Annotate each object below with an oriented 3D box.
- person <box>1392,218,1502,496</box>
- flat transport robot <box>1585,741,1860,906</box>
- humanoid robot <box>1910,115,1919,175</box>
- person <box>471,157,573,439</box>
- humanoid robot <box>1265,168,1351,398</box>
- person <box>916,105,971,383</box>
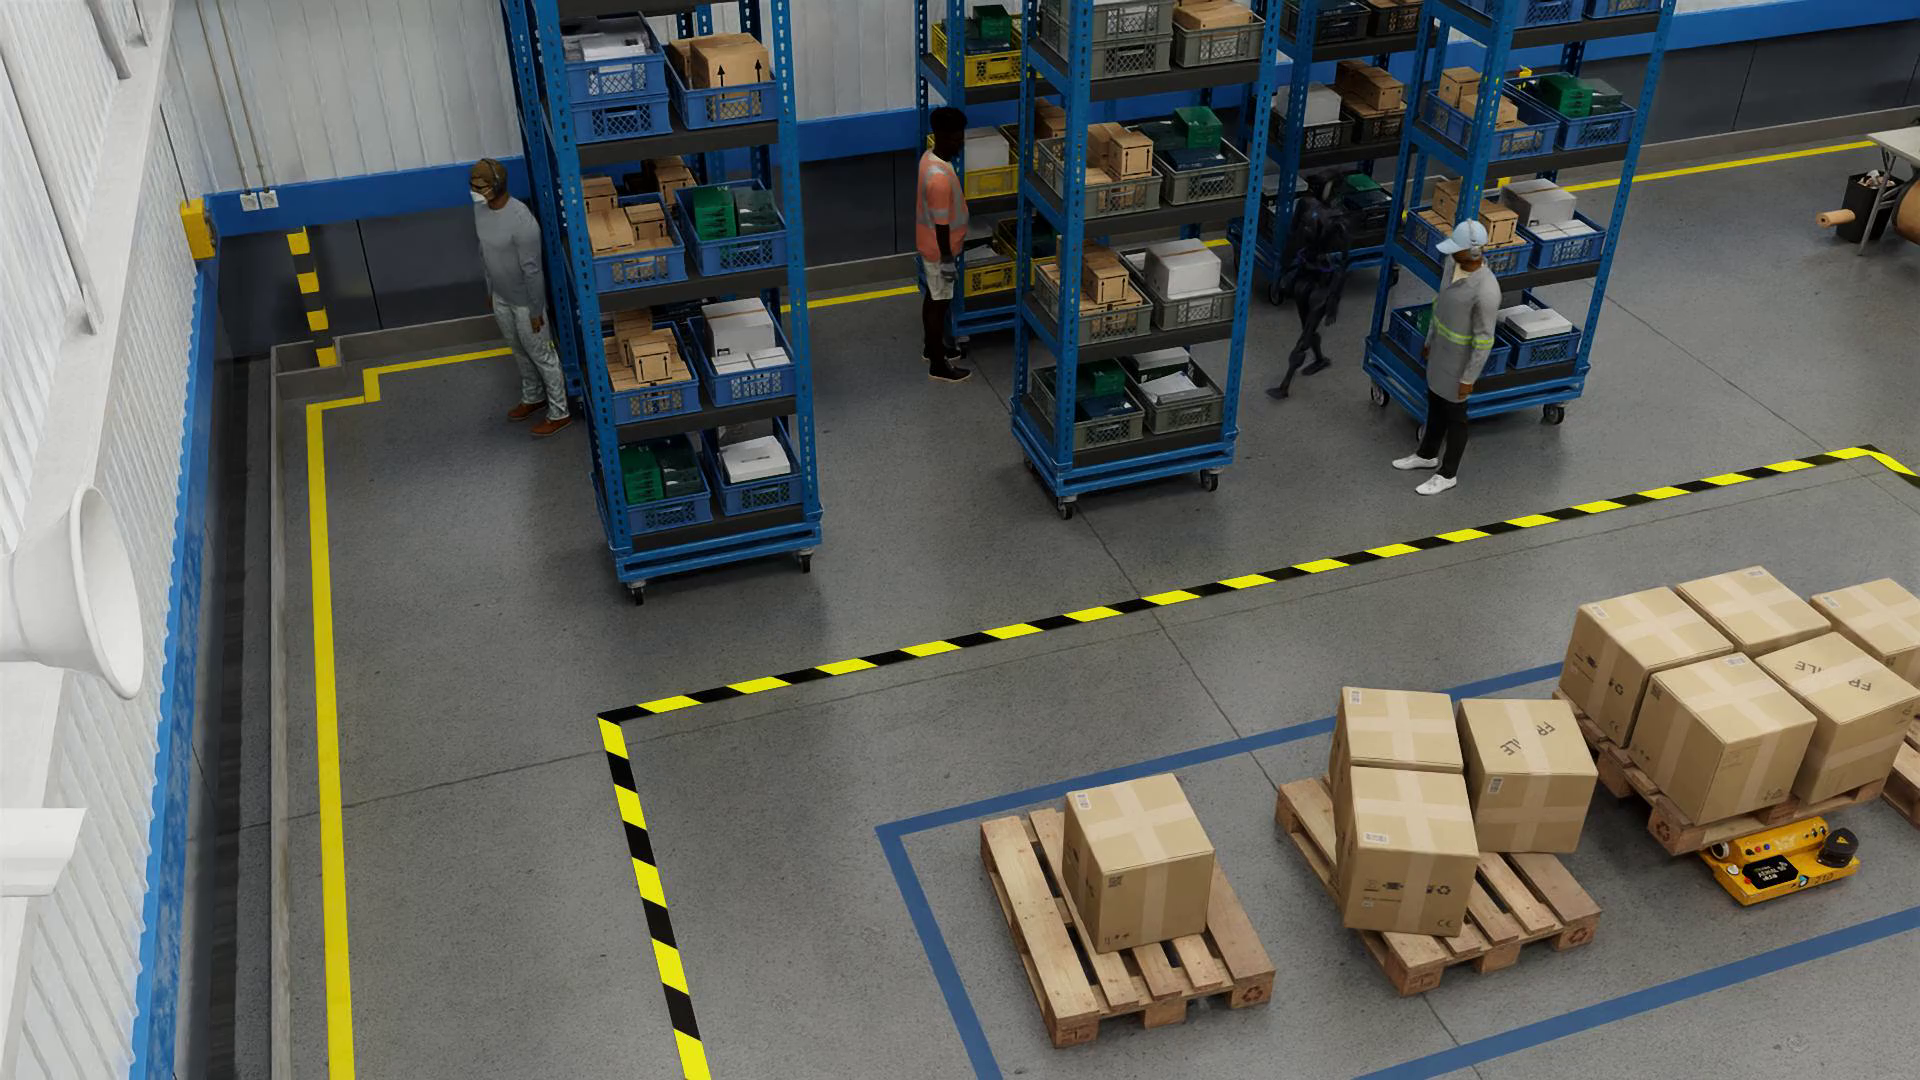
[{"bbox_3d":[3.023,-1.133,10.293,0.404,1.847,0.587,-7,36,-10],"label":"person"},{"bbox_3d":[3.738,1.188,8.347,0.652,0.197,1.431,-11,37,-15],"label":"flat transport robot"},{"bbox_3d":[8.129,-3.498,13.804,0.392,1.641,0.605,10,37,14],"label":"humanoid robot"},{"bbox_3d":[-2.892,-1.587,10.871,0.369,1.932,0.626,-30,45,-35],"label":"person"},{"bbox_3d":[2.398,-1.774,11.383,0.777,1.623,0.590,-23,41,-29],"label":"humanoid robot"},{"bbox_3d":[-0.122,-2.041,11.483,0.370,1.959,0.600,-3,35,-5],"label":"person"}]
